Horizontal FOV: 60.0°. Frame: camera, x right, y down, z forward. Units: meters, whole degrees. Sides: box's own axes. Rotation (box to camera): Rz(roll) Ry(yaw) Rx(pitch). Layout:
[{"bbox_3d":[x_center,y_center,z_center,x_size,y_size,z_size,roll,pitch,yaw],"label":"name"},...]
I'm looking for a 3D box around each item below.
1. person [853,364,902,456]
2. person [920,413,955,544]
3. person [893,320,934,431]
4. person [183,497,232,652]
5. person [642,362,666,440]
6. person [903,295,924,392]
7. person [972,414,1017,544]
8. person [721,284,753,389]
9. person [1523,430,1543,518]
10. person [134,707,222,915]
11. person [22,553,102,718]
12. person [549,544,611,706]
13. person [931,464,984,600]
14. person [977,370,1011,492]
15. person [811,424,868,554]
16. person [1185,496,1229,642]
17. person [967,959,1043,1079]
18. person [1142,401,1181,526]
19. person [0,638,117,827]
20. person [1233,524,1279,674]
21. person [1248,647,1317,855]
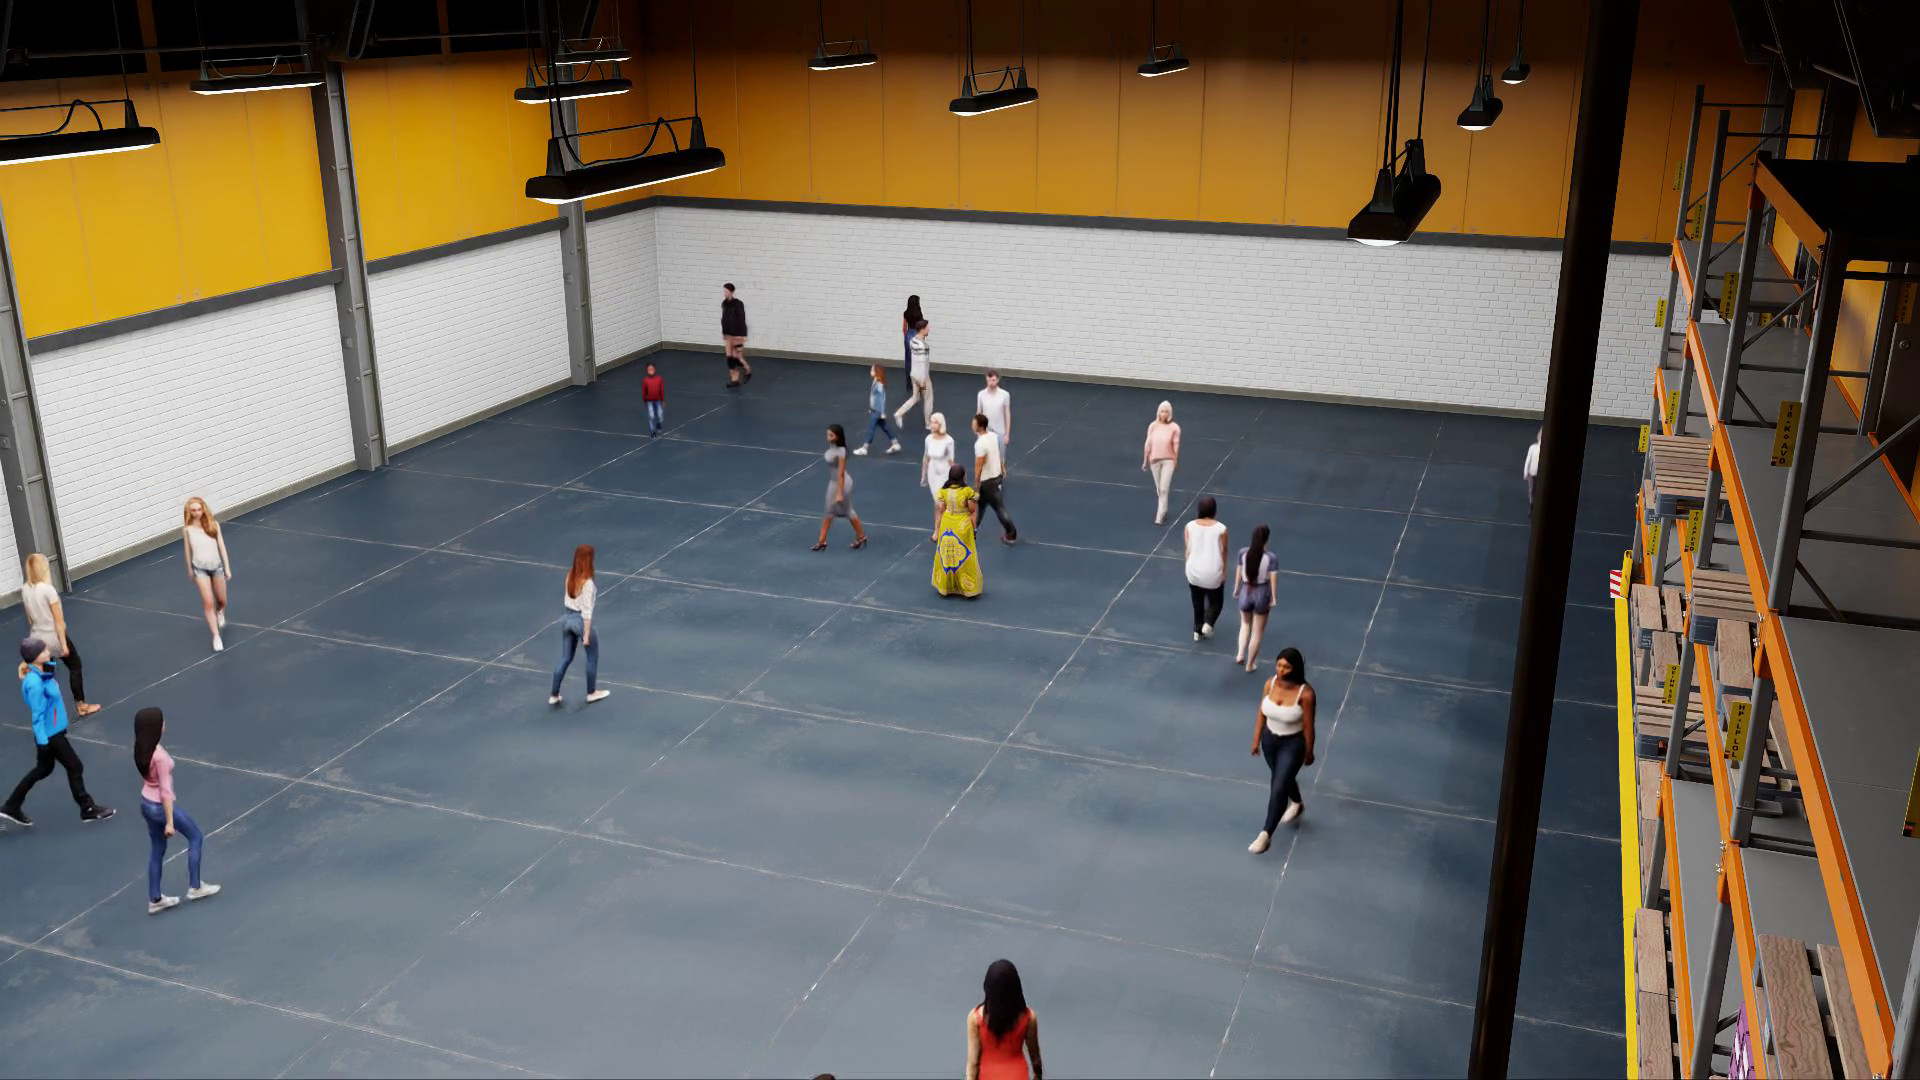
[{"bbox_3d":[-1.204,-2.022,25.985,0.987,1.446,1.026,-4,19,-13],"label":"person"},{"bbox_3d":[-0.245,-0.854,22.085,0.615,1.721,0.909,9,20,24],"label":"person"},{"bbox_3d":[-0.723,-2.705,27.385,1.129,1.846,1.091,-7,20,-19],"label":"person"},{"bbox_3d":[-8.375,0.334,18.528,0.968,1.739,1.017,-9,20,-24],"label":"person"},{"bbox_3d":[-4.989,-2.289,27.096,0.718,1.242,0.813,-5,19,-15],"label":"person"},{"bbox_3d":[-0.833,-3.570,30.123,0.561,1.737,0.529,7,20,21],"label":"person"},{"bbox_3d":[0.475,-0.784,21.847,0.785,1.740,1.031,9,20,24],"label":"person"},{"bbox_3d":[-4.054,-3.736,30.336,0.839,1.917,0.874,14,23,37],"label":"person"},{"bbox_3d":[7.994,-0.919,23.004,0.547,1.257,0.830,9,21,26],"label":"person"},{"bbox_3d":[-6.394,2.154,13.147,0.726,1.725,0.856,14,23,35],"label":"person"},{"bbox_3d":[-9.001,1.048,16.308,0.717,1.804,0.893,4,19,11],"label":"person"},{"bbox_3d":[-3.939,0.895,16.929,0.782,1.697,0.962,14,23,36],"label":"person"},{"bbox_3d":[-0.024,-0.112,19.978,0.839,1.659,0.749,7,20,21],"label":"person"},{"bbox_3d":[0.513,-1.570,24.051,0.791,1.823,1.024,2,19,6],"label":"person"},{"bbox_3d":[-1.474,-0.662,21.499,1.099,1.732,1.024,-7,20,-19],"label":"person"},{"bbox_3d":[2.731,0.346,18.589,0.698,1.678,0.650,10,21,27],"label":"person"},{"bbox_3d":[0.256,3.311,9.800,0.908,1.667,1.224,0,19,-1],"label":"person"},{"bbox_3d":[2.795,-1.079,22.806,0.651,1.687,1.036,8,20,23],"label":"person"},{"bbox_3d":[-7.992,1.707,14.419,1.144,1.761,1.148,-7,20,-19],"label":"person"},{"bbox_3d":[3.117,0.657,17.728,0.667,1.638,0.635,10,21,28],"label":"person"},{"bbox_3d":[2.835,1.751,14.290,1.004,1.759,1.308,17,25,41],"label":"person"}]
